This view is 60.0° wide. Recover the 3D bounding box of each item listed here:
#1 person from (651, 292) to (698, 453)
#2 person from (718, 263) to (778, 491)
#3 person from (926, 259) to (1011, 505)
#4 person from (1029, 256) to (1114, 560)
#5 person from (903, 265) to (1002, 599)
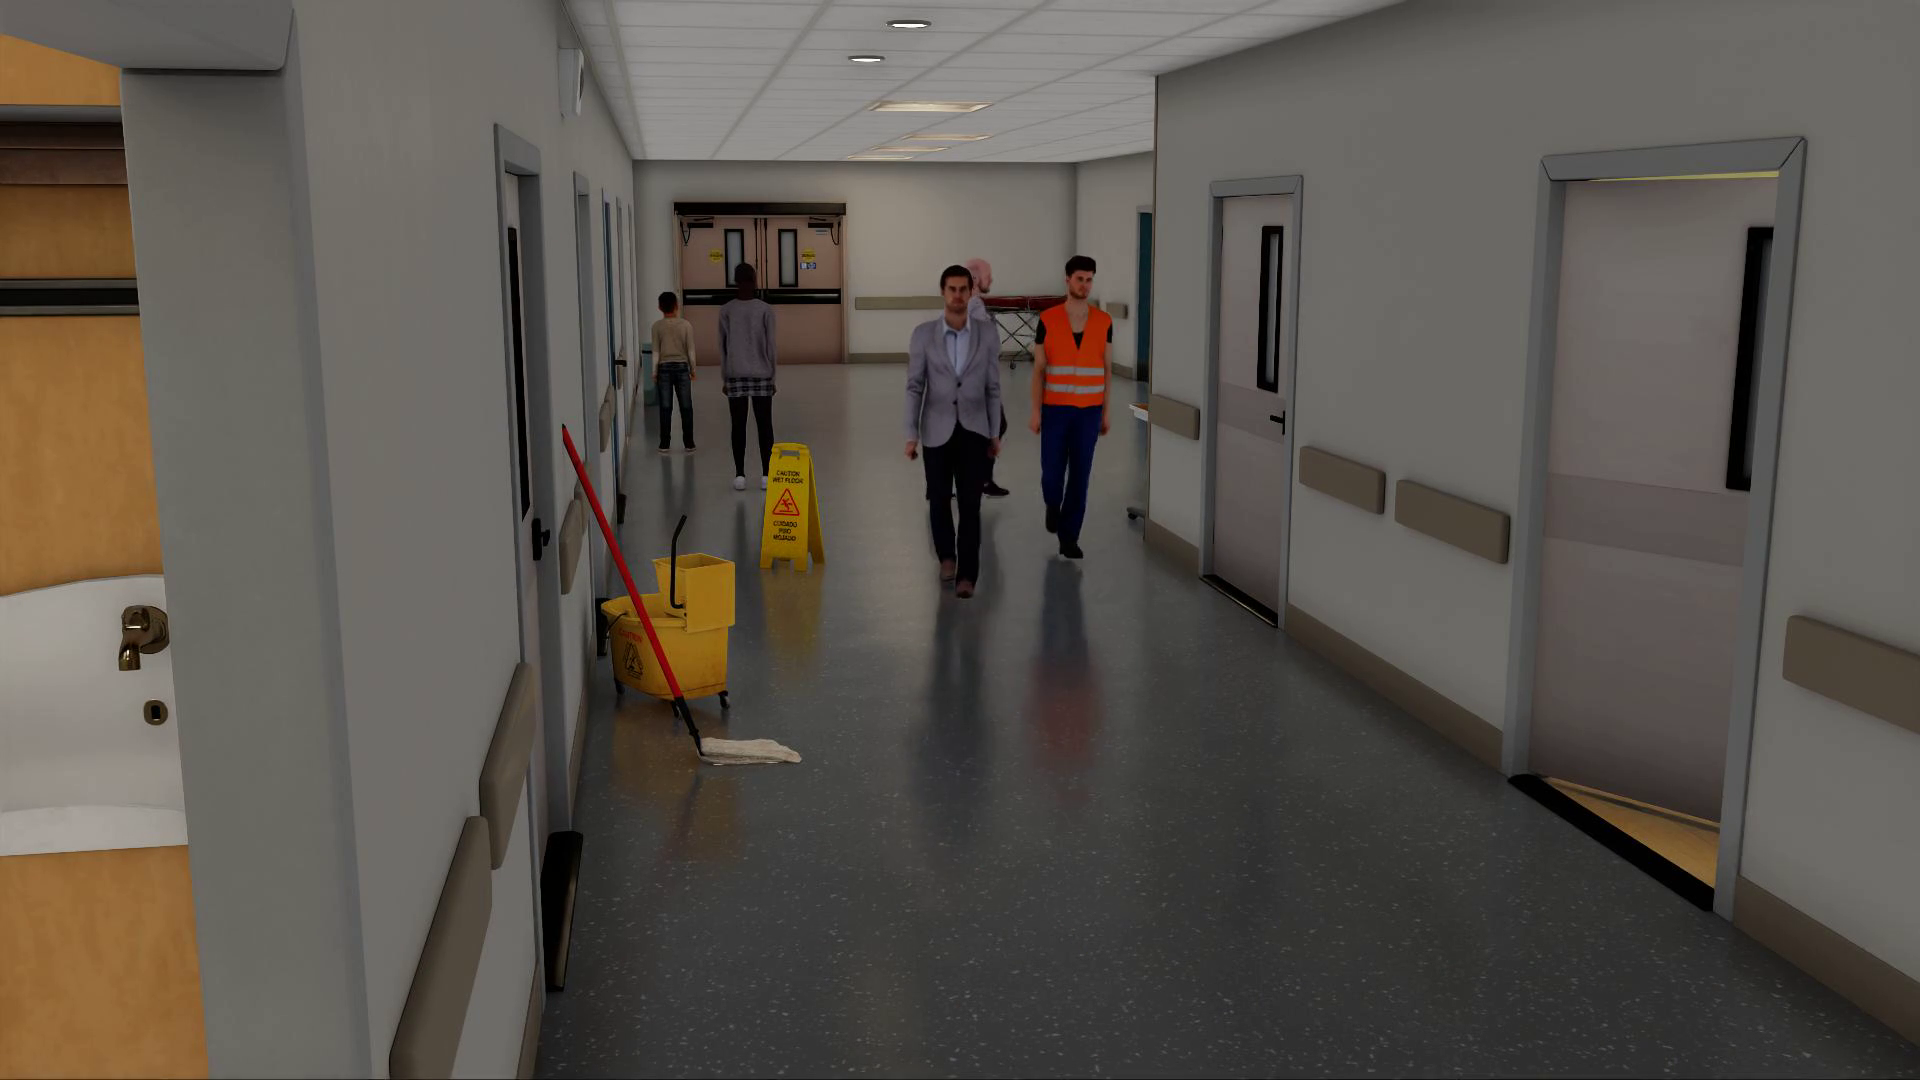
[{"bbox_3d":[-2.639,-1.544,15.292,0.559,1.462,0.493,-2,11,-12],"label":"person"},{"bbox_3d":[-1.663,-1.285,13.091,0.644,1.773,0.580,0,11,0],"label":"person"},{"bbox_3d":[0.018,-1.126,12.204,0.887,1.792,0.869,-7,13,-32],"label":"person"},{"bbox_3d":[0.687,-0.830,10.469,0.766,1.857,1.084,0,11,-2],"label":"person"},{"bbox_3d":[-0.038,-0.590,9.355,0.845,1.802,1.230,0,11,1],"label":"person"}]
